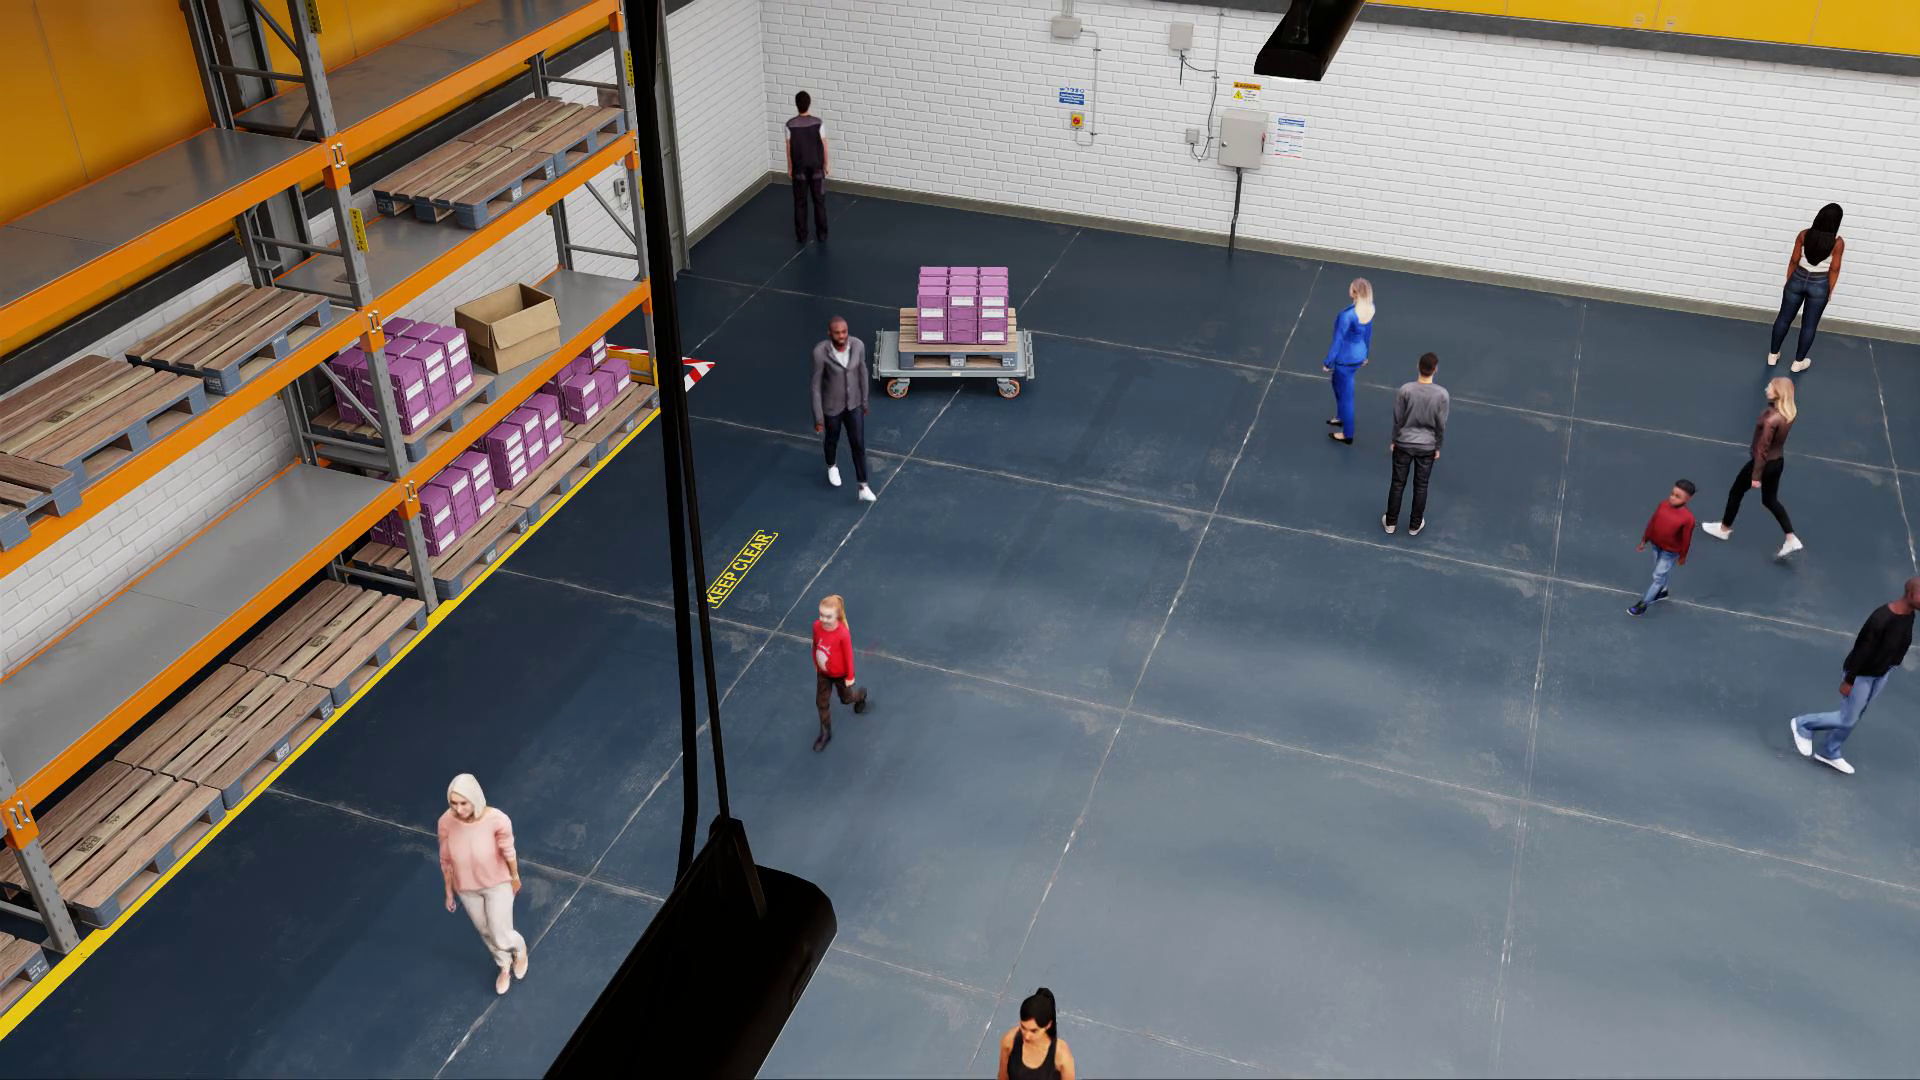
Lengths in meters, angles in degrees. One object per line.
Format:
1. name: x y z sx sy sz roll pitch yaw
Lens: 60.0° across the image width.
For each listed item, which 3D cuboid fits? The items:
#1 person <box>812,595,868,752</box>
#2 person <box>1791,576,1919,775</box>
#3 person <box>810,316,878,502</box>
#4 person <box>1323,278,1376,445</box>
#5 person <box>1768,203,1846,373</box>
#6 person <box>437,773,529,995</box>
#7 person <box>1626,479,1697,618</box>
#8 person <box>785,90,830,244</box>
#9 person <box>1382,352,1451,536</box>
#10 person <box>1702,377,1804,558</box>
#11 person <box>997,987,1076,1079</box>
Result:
1. person: -0.903 0.934 12.314 0.547 1.266 0.845 15 36 21
2. person: 6.428 0.925 11.915 0.871 1.724 0.912 -18 37 -25
3. person: -1.114 -1.245 15.136 1.150 1.772 1.233 -13 36 -18
4. person: 3.795 -1.672 15.854 0.775 1.689 0.670 24 41 32
5. person: 8.759 -2.616 17.165 0.730 1.809 0.727 26 42 34
6. person: -2.906 2.056 10.222 0.676 1.714 0.696 2 34 3
7. person: 5.875 0.024 13.713 0.849 1.233 0.792 -14 36 -20
8. person: -1.818 -4.462 19.906 0.733 1.849 0.714 -3 34 -4
9. person: 3.982 -0.837 14.533 0.632 1.761 0.564 8 34 12
10. person: 6.977 -0.598 14.251 1.118 1.673 1.041 -23 40 -30
11. person: 0.441 2.983 8.886 0.579 1.649 0.845 11 35 17
